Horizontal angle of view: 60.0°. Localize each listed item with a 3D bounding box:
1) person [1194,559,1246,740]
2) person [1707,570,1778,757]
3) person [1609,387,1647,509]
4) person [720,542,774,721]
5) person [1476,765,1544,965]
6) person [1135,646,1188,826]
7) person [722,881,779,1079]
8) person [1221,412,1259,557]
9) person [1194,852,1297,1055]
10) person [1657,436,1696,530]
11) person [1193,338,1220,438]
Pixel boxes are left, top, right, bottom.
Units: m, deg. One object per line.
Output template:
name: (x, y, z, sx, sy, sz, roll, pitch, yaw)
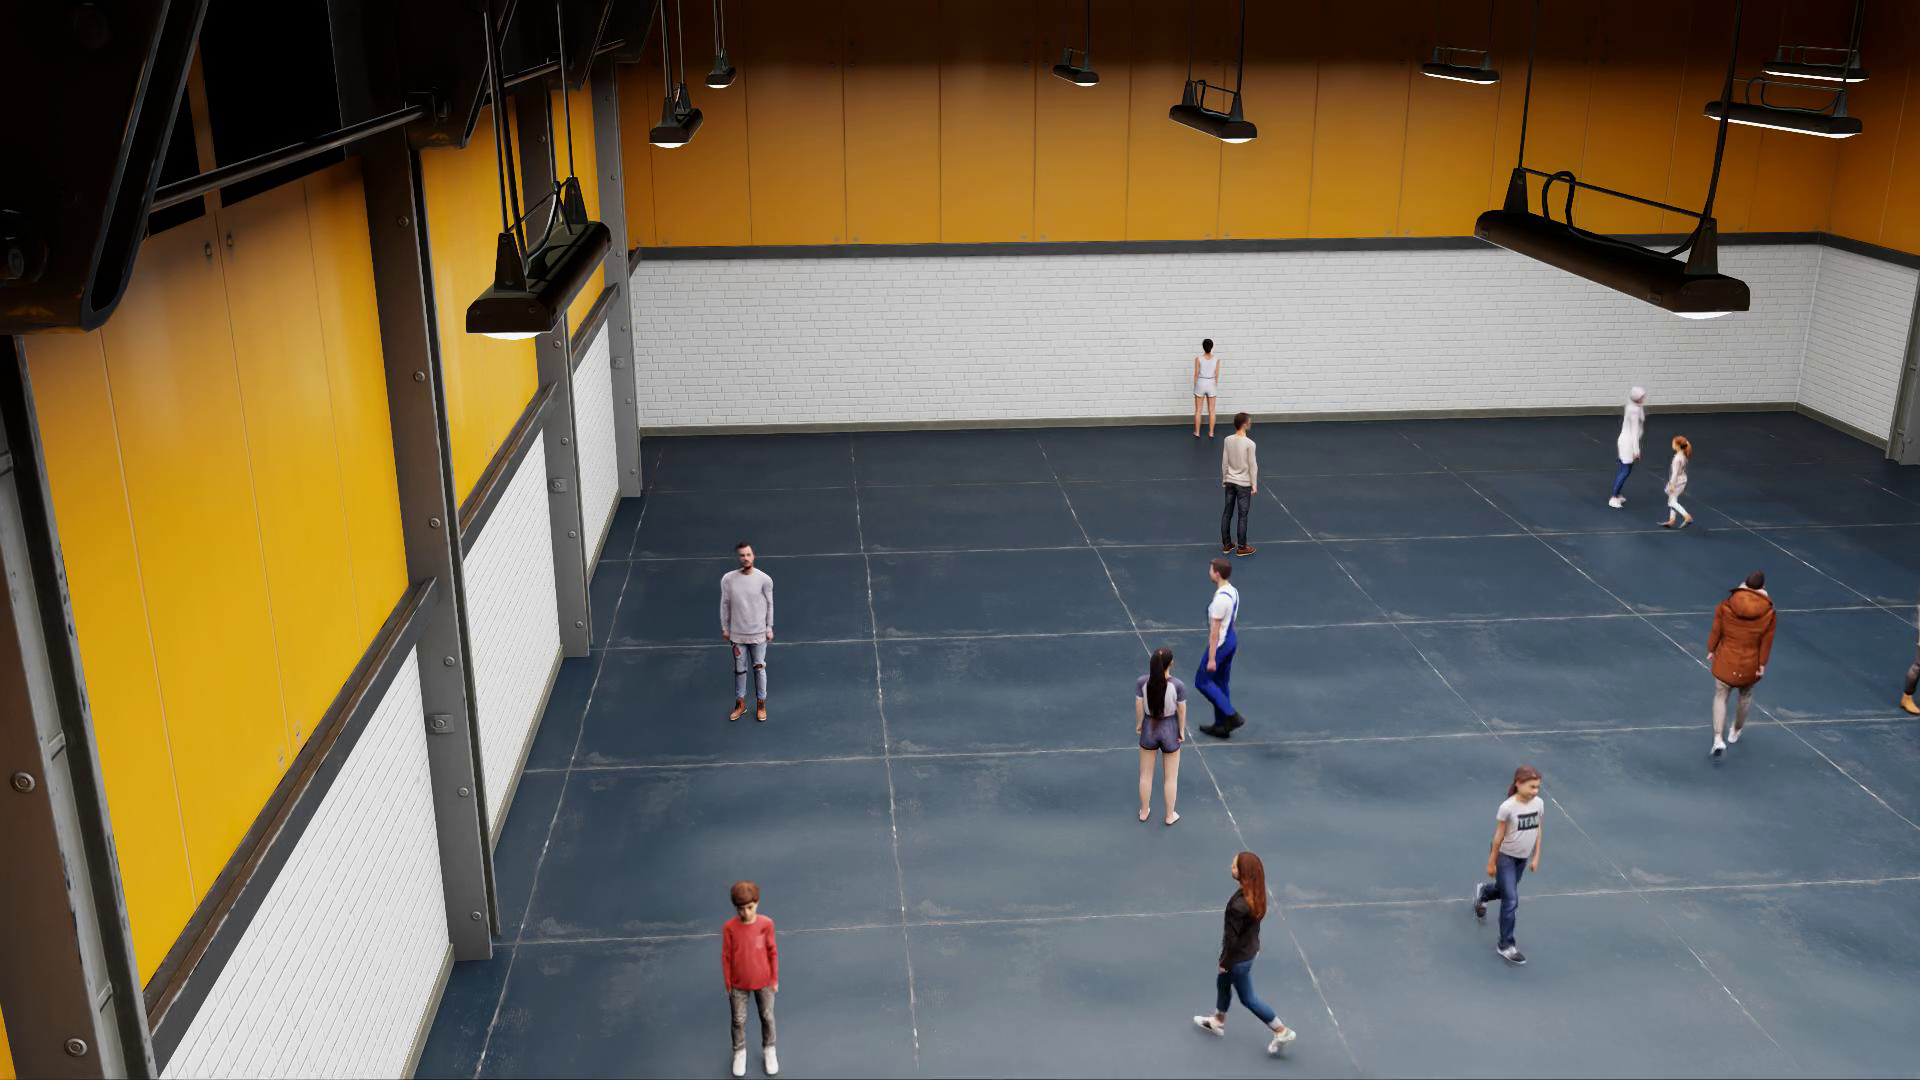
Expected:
person: (2.597, 1.080, 16.029, 0.881, 1.835, 0.830, 10, 21, 27)
person: (7.357, 1.188, 15.741, 1.042, 1.813, 1.229, 8, 20, 22)
person: (9.356, -1.335, 23.335, 0.862, 1.749, 0.653, -1, 19, -2)
person: (-2.114, 0.893, 16.574, 0.713, 1.841, 0.600, 1, 19, 2)
person: (4.156, 2.373, 12.667, 0.723, 1.529, 1.066, -5, 19, -15)
person: (1.746, 1.695, 14.492, 0.665, 1.650, 0.647, 6, 19, 17)
person: (-1.406, 2.932, 11.186, 0.523, 1.416, 0.470, -3, 19, -8)
person: (3.571, -0.726, 21.344, 0.723, 1.865, 0.797, 17, 25, 40)
person: (1.995, 2.844, 11.388, 0.877, 1.452, 0.973, 7, 20, 20)
person: (9.667, -0.745, 22.292, 0.817, 1.296, 0.765, 16, 24, 40)
person: (3.975, -2.474, 26.930, 0.559, 1.612, 0.516, -1, 19, -2)
